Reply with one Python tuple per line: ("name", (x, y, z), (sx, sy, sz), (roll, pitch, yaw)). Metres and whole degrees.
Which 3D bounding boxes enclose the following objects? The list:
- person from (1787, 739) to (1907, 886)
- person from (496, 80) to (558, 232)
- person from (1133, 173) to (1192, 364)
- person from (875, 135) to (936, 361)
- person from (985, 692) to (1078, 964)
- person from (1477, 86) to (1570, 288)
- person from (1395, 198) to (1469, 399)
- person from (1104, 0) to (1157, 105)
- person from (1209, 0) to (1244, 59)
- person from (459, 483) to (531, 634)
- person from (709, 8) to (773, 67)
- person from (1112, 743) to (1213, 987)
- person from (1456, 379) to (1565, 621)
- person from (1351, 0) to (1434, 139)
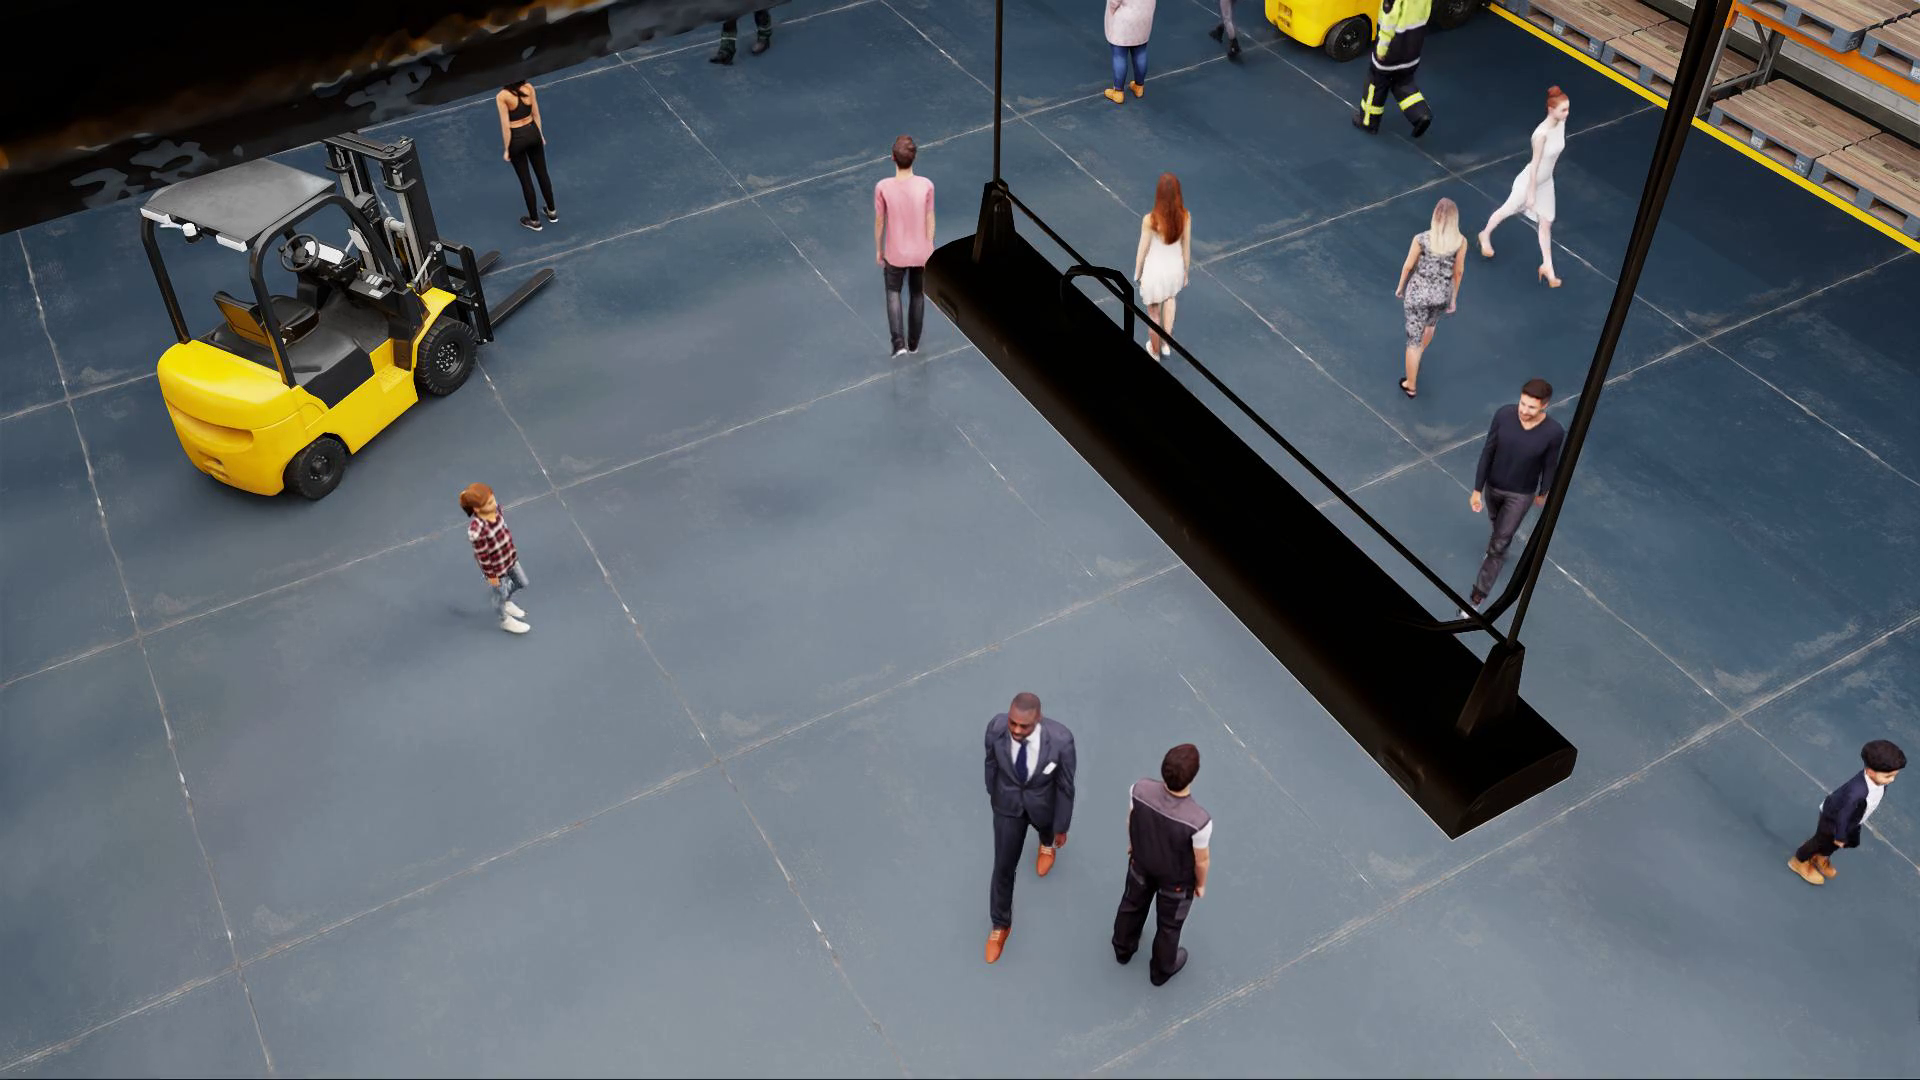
("person", (5.089, 1.538, 9.641), (0.548, 1.213, 0.520), (-26, 50, -25))
("person", (-3.830, -3.500, 14.618), (0.617, 1.641, 0.569), (-34, 53, -30))
("person", (1.620, -2.067, 13.068), (0.667, 1.706, 0.706), (-7, 44, -8))
("person", (-0.406, -2.203, 13.039), (0.845, 1.943, 0.982), (-3, 44, -3))
("person", (0.412, 1.430, 9.336), (1.179, 1.790, 1.274), (9, 44, 9))
("person", (4.749, -3.003, 14.030), (0.727, 1.734, 1.156), (-30, 51, -28))
("person", (3.609, -1.801, 12.806), (0.855, 1.682, 0.962), (3, 44, 3))
("person", (1.672, -5.134, 16.260), (0.679, 1.743, 0.612), (-20, 47, -20))
("person", (2.806, -5.596, 17.093), (0.541, 1.264, 0.924), (-18, 47, -18))
("person", (-3.146, 0.118, 11.069), (0.680, 1.299, 0.623), (12, 45, 12))
("person", (-2.146, -5.798, 16.875), (1.202, 1.857, 1.168), (19, 47, 19))
("person", (1.090, 1.751, 8.958), (0.660, 1.846, 0.788), (26, 49, 25))
("person", (3.737, -0.399, 11.239), (1.273, 1.813, 1.006), (27, 50, 26))
("person", (4.175, -4.643, 15.589), (0.856, 1.958, 1.090), (-29, 51, -27))
